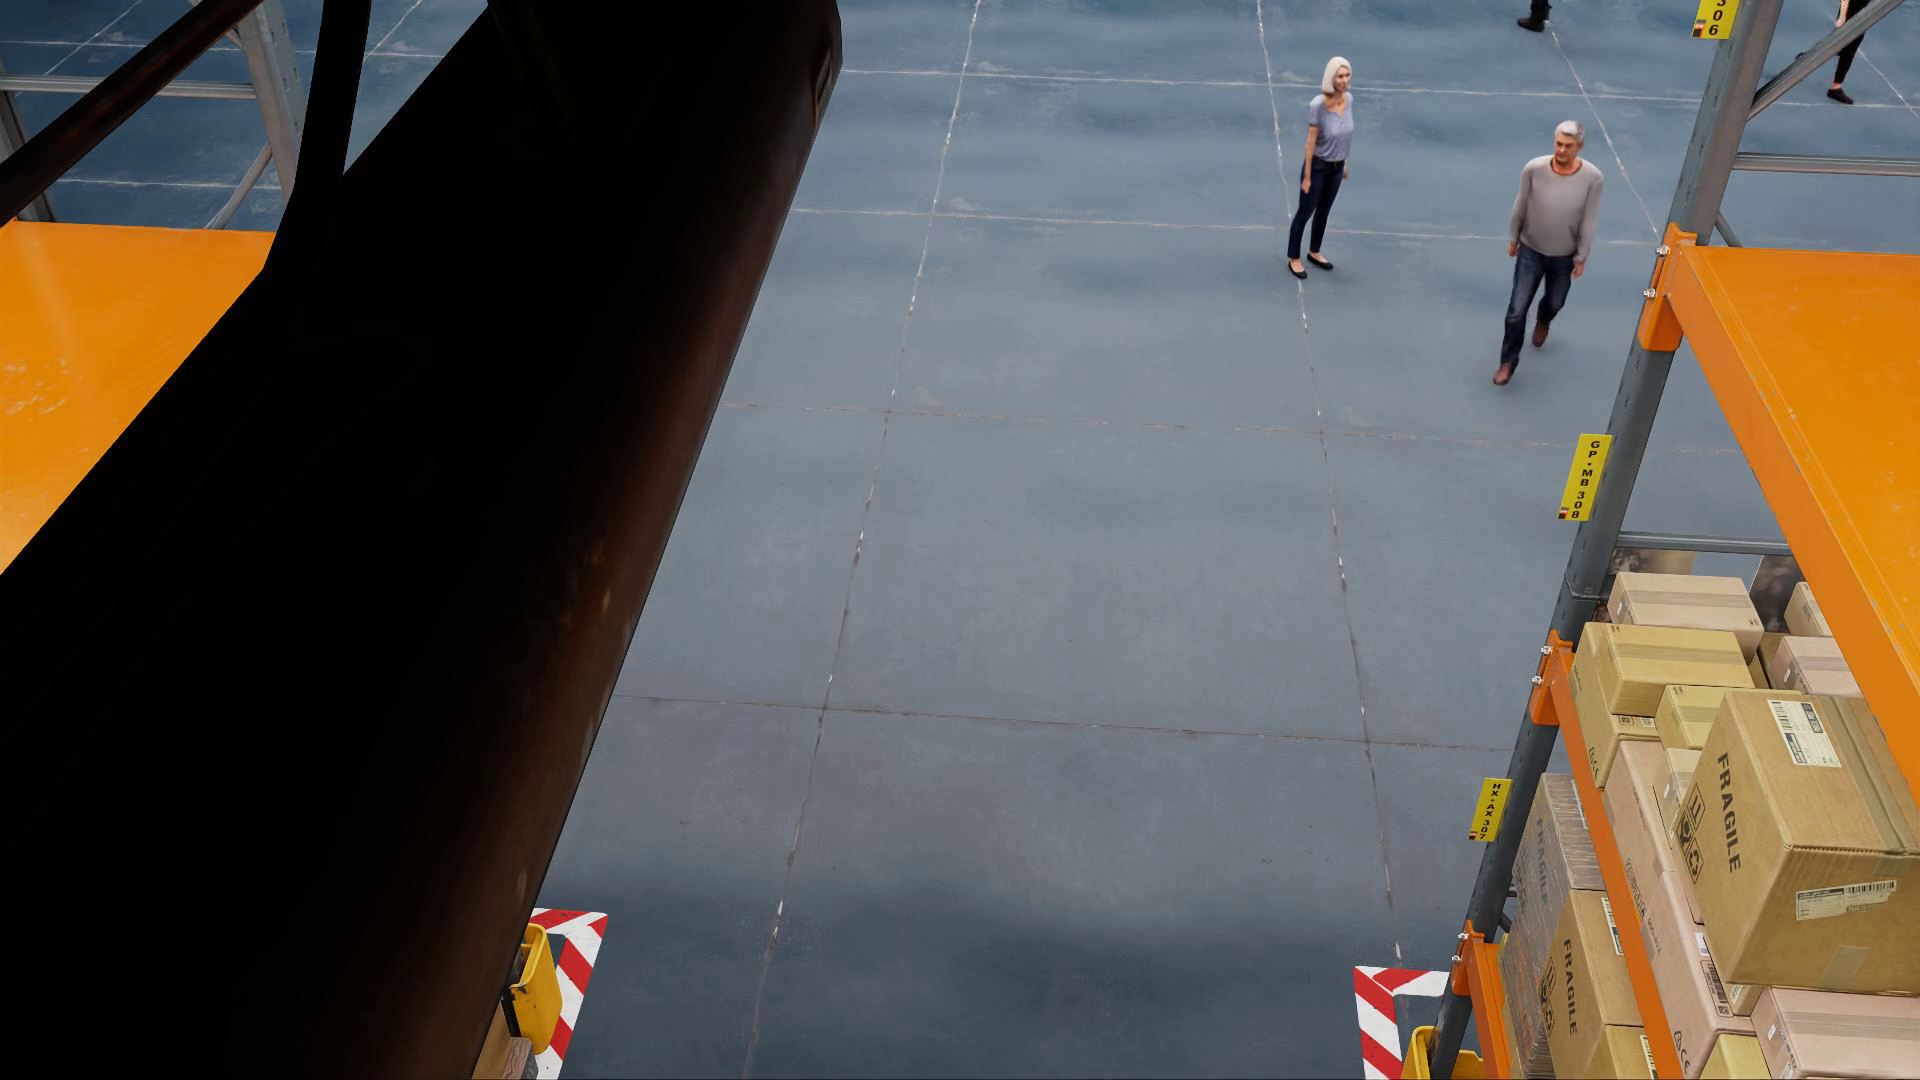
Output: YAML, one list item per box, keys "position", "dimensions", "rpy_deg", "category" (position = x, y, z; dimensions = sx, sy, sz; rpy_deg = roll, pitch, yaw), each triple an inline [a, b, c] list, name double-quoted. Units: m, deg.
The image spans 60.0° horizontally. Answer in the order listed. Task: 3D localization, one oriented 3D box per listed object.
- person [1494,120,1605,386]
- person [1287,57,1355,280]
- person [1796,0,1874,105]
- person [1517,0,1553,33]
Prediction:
- position: [4.127, -2.047, 11.589]
  dimensions: [0.989, 1.879, 1.284]
  rpy_deg: [15, 41, 19]
  category: "person"
- position: [2.785, -2.869, 12.768]
  dimensions: [0.663, 1.722, 0.693]
  rpy_deg: [-20, 42, -24]
  category: "person"
- position: [8.240, -4.948, 15.441]
  dimensions: [0.888, 1.702, 1.006]
  rpy_deg: [-19, 42, -22]
  category: "person"
- position: [5.963, -5.994, 16.690]
  dimensions: [0.810, 1.810, 0.833]
  rpy_deg: [-18, 41, -21]
  category: "person"
